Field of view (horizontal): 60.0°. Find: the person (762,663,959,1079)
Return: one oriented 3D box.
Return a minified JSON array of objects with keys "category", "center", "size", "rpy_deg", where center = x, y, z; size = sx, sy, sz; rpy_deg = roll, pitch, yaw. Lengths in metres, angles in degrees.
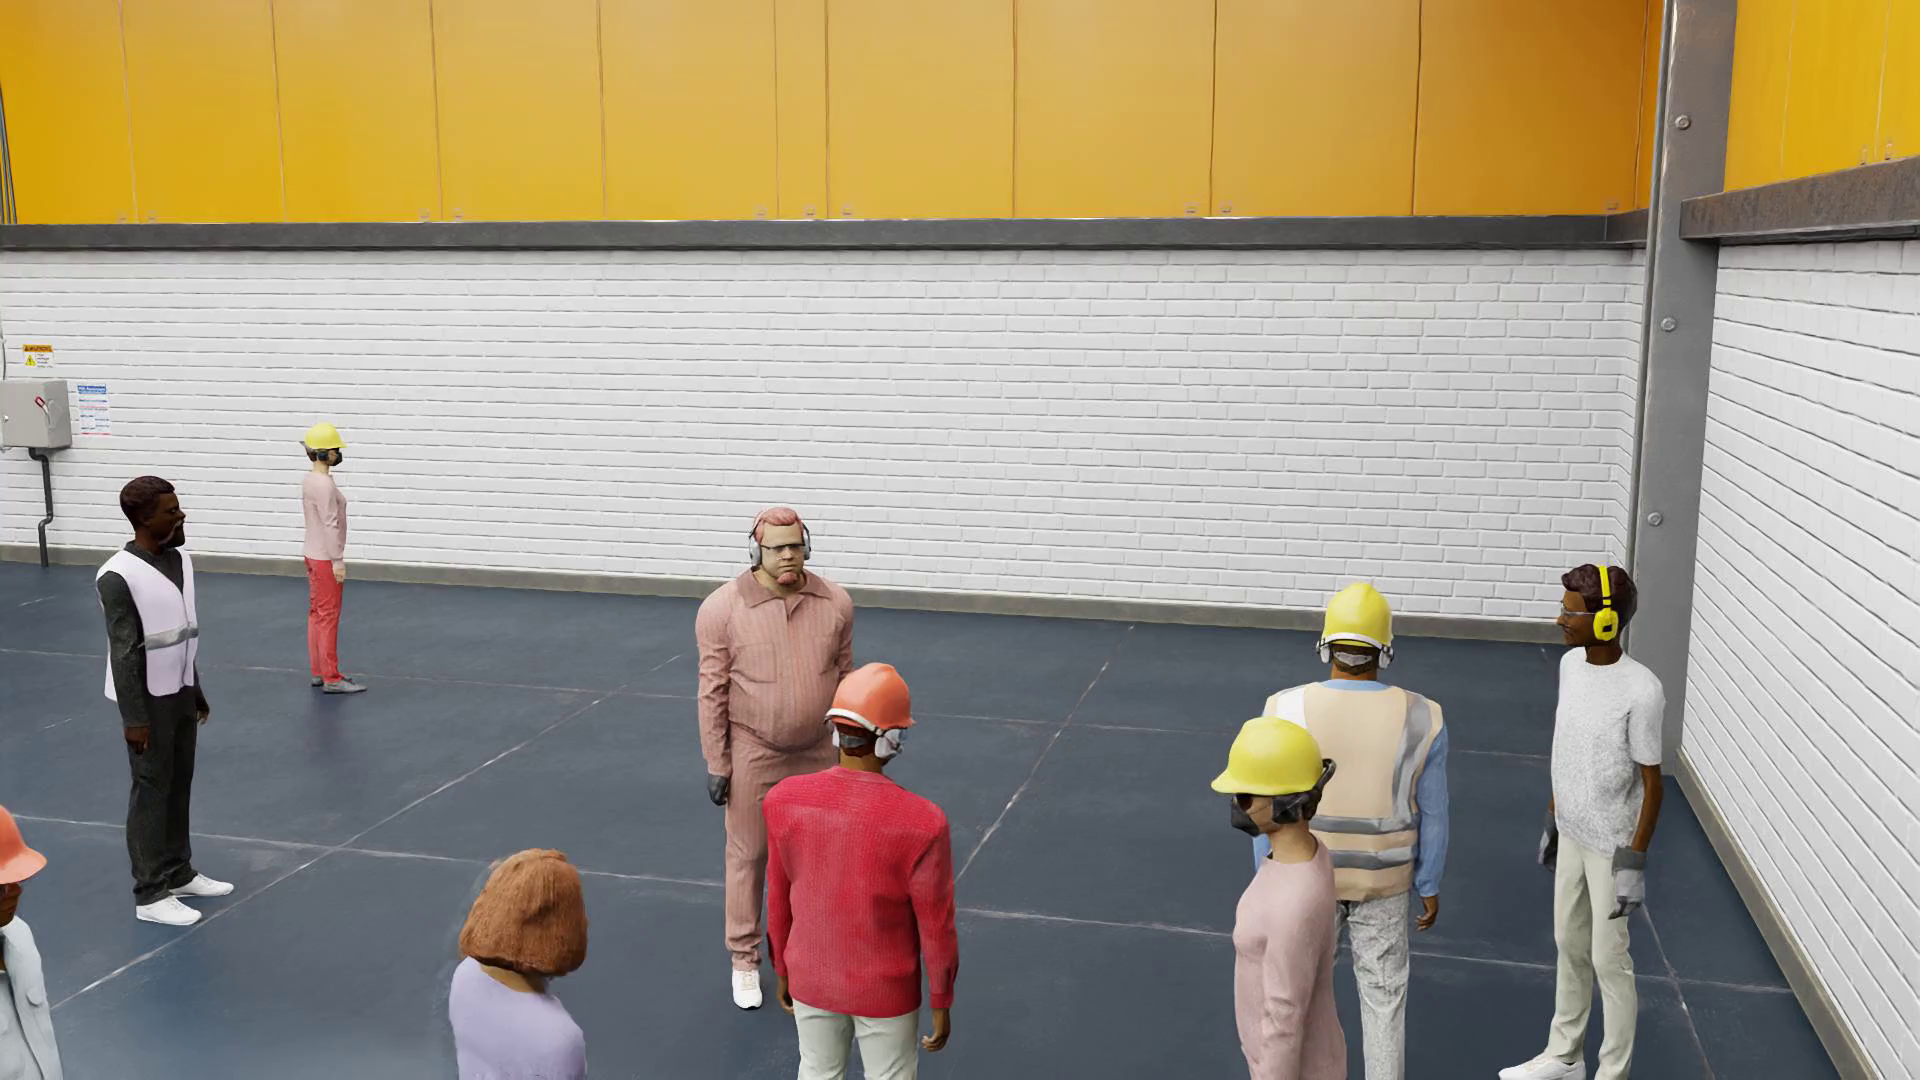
[{"category":"person","center":[-0.262,1.198,4.616],"size":[0.573,1.738,0.351],"rpy_deg":[4,10,21]}]

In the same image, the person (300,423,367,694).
[{"category":"person","center":[-4.125,0.119,10.874],"size":[0.316,1.769,0.524],"rpy_deg":[-6,12,-34]}]

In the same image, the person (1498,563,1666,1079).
[{"category":"person","center":[2.065,0.994,5.440],"size":[0.332,1.866,0.514],"rpy_deg":[-2,10,-14]}]

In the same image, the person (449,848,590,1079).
[{"category":"person","center":[-0.853,1.429,3.627],"size":[0.513,1.607,0.737],"rpy_deg":[9,13,42]}]

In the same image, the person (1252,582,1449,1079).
[{"category":"person","center":[1.225,1.039,5.263],"size":[0.601,1.830,0.404],"rpy_deg":[2,10,10]}]

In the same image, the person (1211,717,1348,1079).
[{"category":"person","center":[0.763,1.286,4.028],"size":[0.340,1.762,0.526],"rpy_deg":[2,10,12]}]

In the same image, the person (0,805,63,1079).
[{"category":"person","center":[-2.039,1.377,3.505],"size":[0.328,1.753,0.560],"rpy_deg":[0,10,-3]}]

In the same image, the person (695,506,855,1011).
[{"category":"person","center":[-0.673,0.817,6.359],"size":[0.642,1.909,0.408],"rpy_deg":[-5,11,-28]}]

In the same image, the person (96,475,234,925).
[{"category":"person","center":[-3.441,0.675,7.147],"size":[0.386,1.921,0.596],"rpy_deg":[0,10,0]}]
